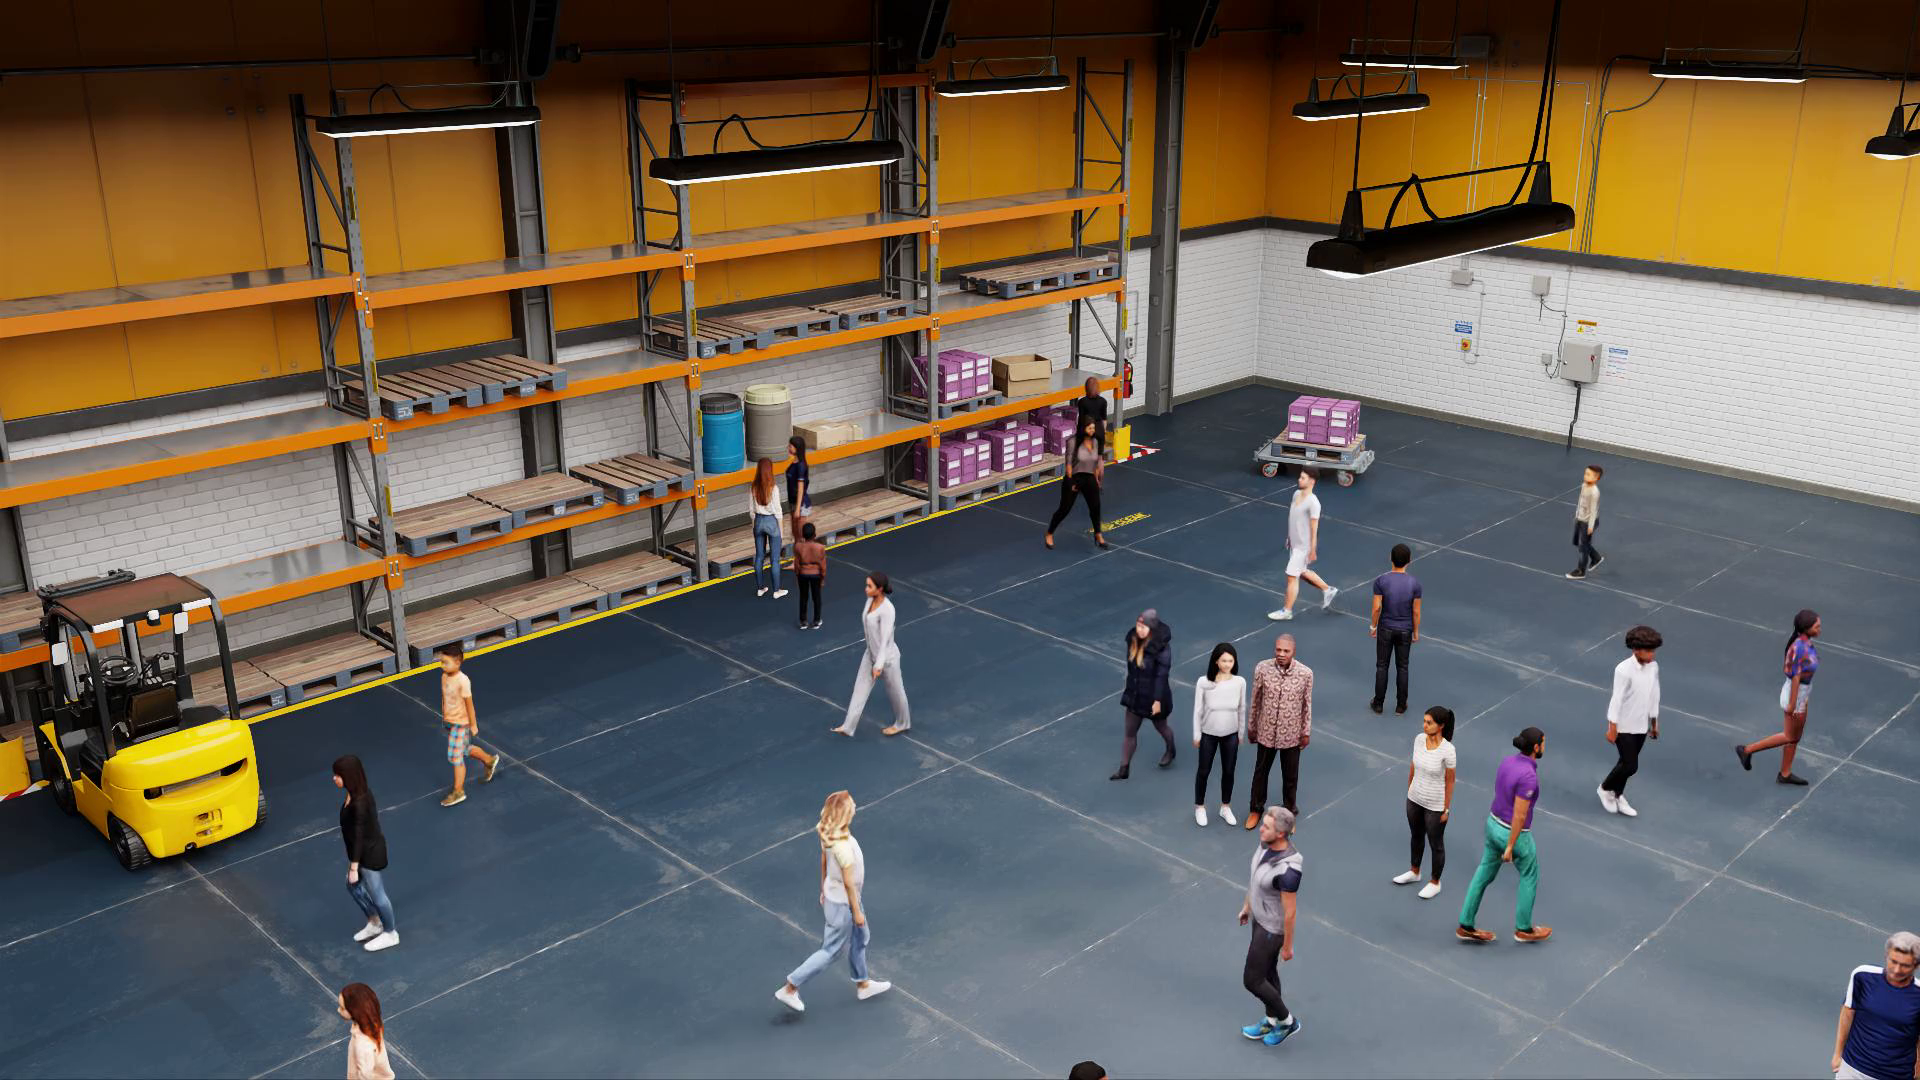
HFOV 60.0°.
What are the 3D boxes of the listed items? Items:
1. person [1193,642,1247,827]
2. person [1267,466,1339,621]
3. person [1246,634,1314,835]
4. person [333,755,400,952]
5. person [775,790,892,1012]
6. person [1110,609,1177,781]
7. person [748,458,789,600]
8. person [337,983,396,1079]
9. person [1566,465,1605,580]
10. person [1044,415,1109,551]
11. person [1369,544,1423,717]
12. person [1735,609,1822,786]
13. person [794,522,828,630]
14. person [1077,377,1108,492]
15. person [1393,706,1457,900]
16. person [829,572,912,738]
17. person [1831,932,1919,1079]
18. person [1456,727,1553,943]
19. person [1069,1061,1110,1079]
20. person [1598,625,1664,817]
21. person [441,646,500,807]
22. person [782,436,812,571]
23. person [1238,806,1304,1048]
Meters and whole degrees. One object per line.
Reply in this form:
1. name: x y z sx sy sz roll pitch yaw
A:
1. person: 2.262 1.684 14.529 0.687 1.700 0.757 -1 19 -3
2. person: 4.033 0.037 19.205 1.221 1.837 1.078 -4 19 -11
3. person: 2.778 1.654 14.447 0.780 1.808 0.777 5 19 13
4. person: -4.427 2.353 12.640 0.674 1.637 0.677 -8 20 -23
5. person: -0.929 2.606 11.798 1.196 1.696 0.955 -6 20 -17
6. person: 1.810 1.419 15.422 1.071 1.632 0.654 -17 25 -42
7. person: -2.316 -0.150 19.935 0.645 1.726 0.632 7 20 21
8. person: -3.543 3.315 10.026 0.614 1.482 0.626 -7 20 -21
9. person: 7.827 -0.224 20.581 0.845 1.453 0.780 -1 19 -2
10. person: 1.587 -0.732 21.540 0.822 1.804 1.045 -10 21 -28
11. person: 4.370 0.899 16.713 0.717 1.793 0.735 3 19 9
12. person: 7.527 1.441 15.199 0.831 1.732 0.903 9 20 24
13. person: -1.721 0.406 19.023 0.570 1.253 0.644 -2 19 -5
14. person: 1.914 -1.515 24.022 0.636 1.703 0.719 -2 19 -6
15. person: 3.788 2.092 13.405 0.586 1.645 0.615 -11 22 -30
16. person: -0.687 1.128 16.186 1.133 1.696 0.814 -11 22 -30
17. person: 5.509 3.143 9.985 0.667 1.834 0.606 13 23 34
18. person: 4.090 2.285 12.721 1.069 1.715 0.922 -3 19 -10
19. person: 0.701 3.560 9.032 0.715 1.653 0.621 5 19 14
20. person: 5.860 1.573 14.705 0.667 1.797 0.779 -11 22 -30
21. person: -4.483 1.636 15.085 0.607 1.436 0.969 14 23 36
22. person: -1.967 -0.437 20.719 0.785 1.768 0.727 -3 19 -9
23. person: 2.229 2.657 11.458 0.882 1.815 0.830 -1 19 -4
